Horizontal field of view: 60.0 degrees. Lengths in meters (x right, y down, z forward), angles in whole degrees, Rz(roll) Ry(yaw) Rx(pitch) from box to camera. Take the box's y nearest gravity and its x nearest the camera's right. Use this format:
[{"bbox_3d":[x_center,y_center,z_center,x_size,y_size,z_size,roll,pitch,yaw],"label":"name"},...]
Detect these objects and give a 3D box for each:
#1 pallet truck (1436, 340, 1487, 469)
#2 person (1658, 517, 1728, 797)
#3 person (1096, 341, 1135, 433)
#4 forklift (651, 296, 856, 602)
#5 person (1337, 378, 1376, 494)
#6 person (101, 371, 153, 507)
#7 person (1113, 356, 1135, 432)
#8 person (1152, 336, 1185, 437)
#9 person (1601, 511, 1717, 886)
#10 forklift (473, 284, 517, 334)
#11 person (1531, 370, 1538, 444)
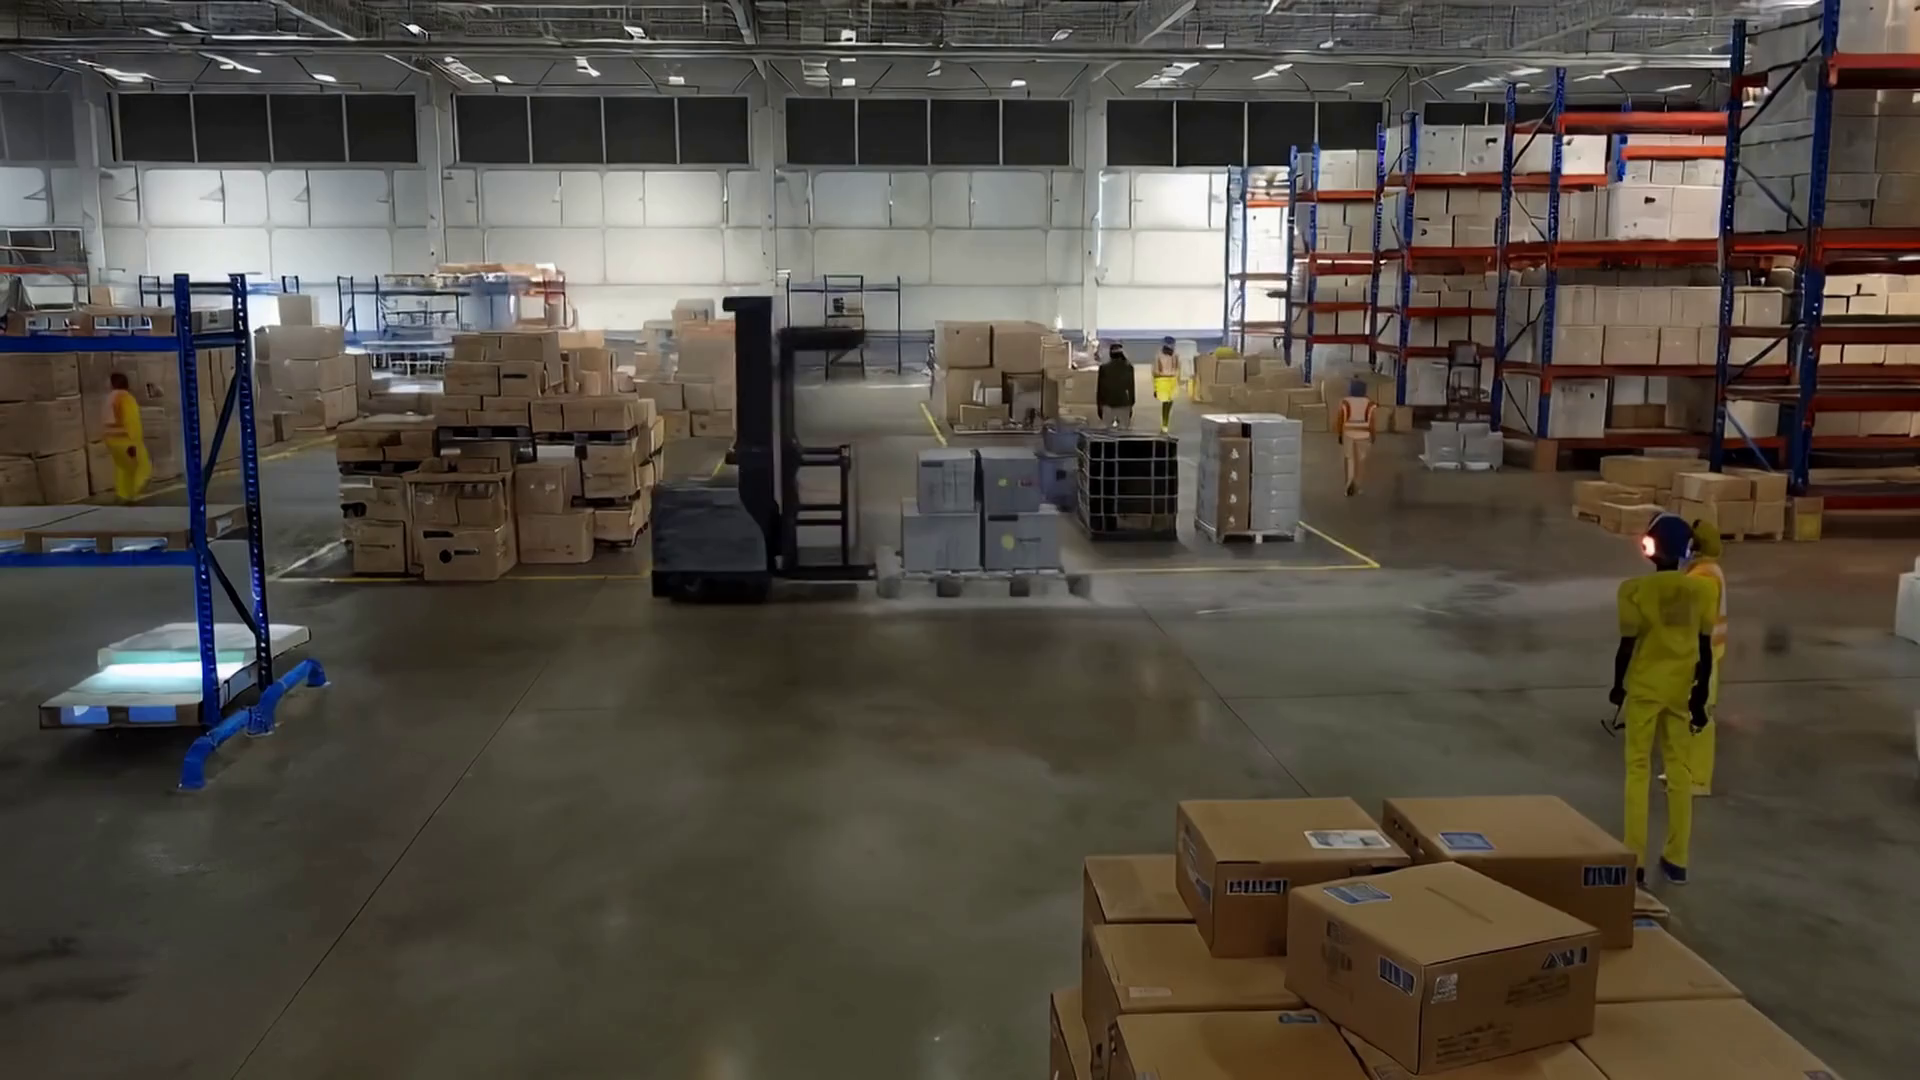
[{"bbox_3d":[8.004,-2.170,26.422,0.823,1.965,1.885,2,9,14],"label":"pallet truck"},{"bbox_3d":[4.281,0.678,9.668,0.314,1.636,0.515,3,10,20],"label":"person"},{"bbox_3d":[2.442,-2.130,26.173,0.625,1.992,0.387,-1,9,-8],"label":"person"},{"bbox_3d":[-1.932,-0.886,15.596,1.873,2.768,1.129,-1,9,-4],"label":"forklift"},{"bbox_3d":[5.477,-1.430,22.980,0.510,1.610,0.717,2,9,10],"label":"person"},{"bbox_3d":[-10.531,-1.217,21.018,0.637,1.812,0.464,6,11,34],"label":"person"},{"bbox_3d":[2.675,-2.235,27.768,0.535,1.697,0.318,-5,11,-31],"label":"person"},{"bbox_3d":[3.890,-2.843,30.983,0.546,1.879,1.000,-2,9,-14],"label":"person"},{"bbox_3d":[3.455,0.787,8.252,0.538,1.869,0.313,-1,9,-4],"label":"person"},{"bbox_3d":[-10.292,-4.297,37.010,1.129,2.768,1.873,-2,9,-12],"label":"forklift"},{"bbox_3d":[10.601,-2.602,29.674,0.721,1.840,0.521,3,9,17],"label":"person"}]
